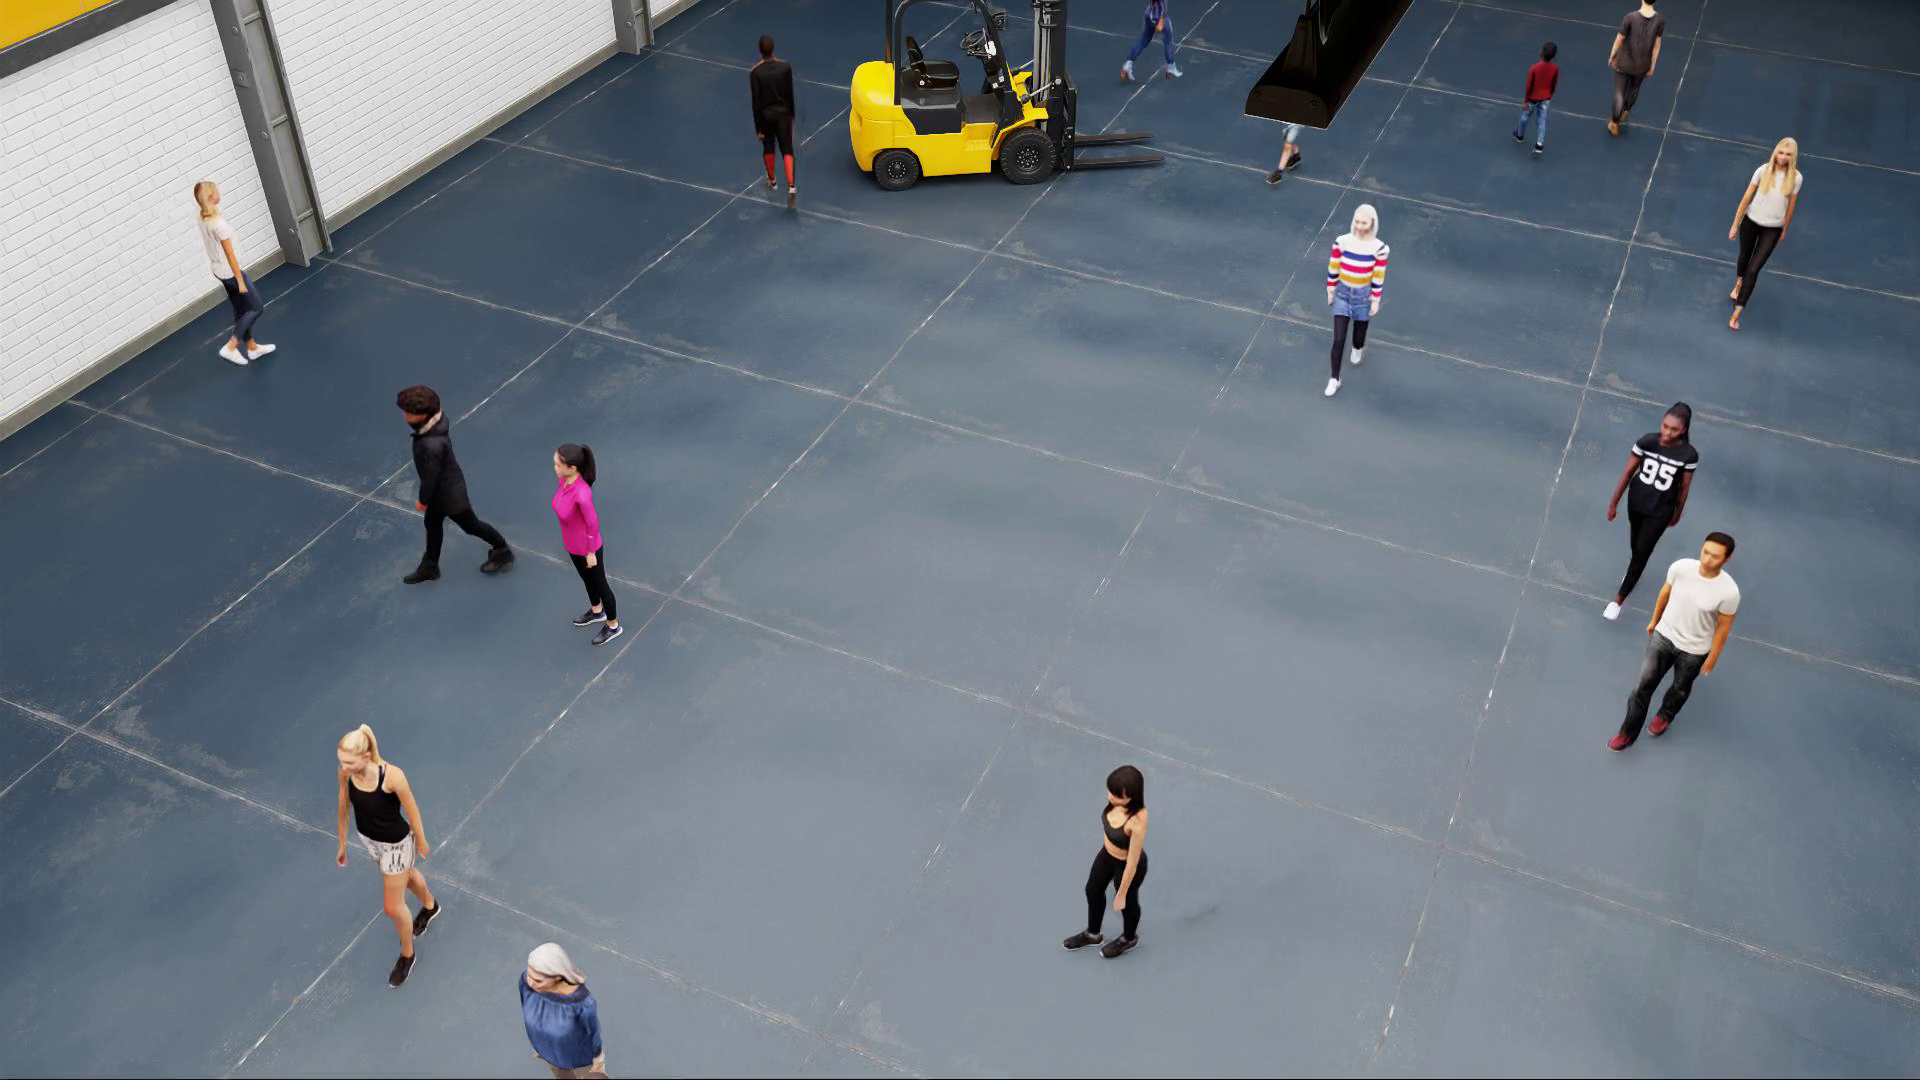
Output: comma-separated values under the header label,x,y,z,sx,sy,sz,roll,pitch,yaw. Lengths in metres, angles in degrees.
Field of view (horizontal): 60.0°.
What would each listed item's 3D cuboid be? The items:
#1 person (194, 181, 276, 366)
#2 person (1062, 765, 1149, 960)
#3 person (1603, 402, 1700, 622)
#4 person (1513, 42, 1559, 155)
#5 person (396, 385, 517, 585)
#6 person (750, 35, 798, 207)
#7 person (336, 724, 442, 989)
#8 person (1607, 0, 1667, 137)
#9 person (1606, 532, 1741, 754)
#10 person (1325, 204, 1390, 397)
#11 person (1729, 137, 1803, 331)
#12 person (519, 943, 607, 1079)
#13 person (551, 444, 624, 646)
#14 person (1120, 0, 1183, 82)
label,x,y,z,sx,sy,sz,roll,pitch,yaw
person,-6.625,-2.347,14.898,0.719,1.799,0.858,31,48,33
person,1.020,1.871,9.747,0.843,1.635,0.782,-13,41,-16
person,5.169,-0.287,12.408,0.795,1.687,1.177,26,45,28
person,6.480,-4.913,18.557,0.757,1.243,0.940,-1,39,-1
person,-3.775,-0.395,12.505,1.153,1.734,1.018,-16,41,-20
person,-1.917,-4.389,17.468,1.050,1.782,1.185,-8,39,-10
person,-3.324,1.698,9.818,0.631,1.818,0.875,15,41,18
person,7.627,-5.389,18.794,0.753,1.690,0.954,8,39,10
person,4.913,0.629,11.190,0.832,1.786,1.036,29,47,31
person,3.500,-2.156,14.661,0.654,1.796,0.906,15,41,18
person,7.546,-2.958,15.683,0.645,1.774,1.176,18,42,21
person,-2.034,2.658,8.719,0.608,1.698,0.551,15,41,18
person,-2.712,0.015,12.029,0.709,1.699,0.685,-25,45,-28
person,2.282,-6.237,19.940,1.106,1.584,1.059,-11,40,-14
